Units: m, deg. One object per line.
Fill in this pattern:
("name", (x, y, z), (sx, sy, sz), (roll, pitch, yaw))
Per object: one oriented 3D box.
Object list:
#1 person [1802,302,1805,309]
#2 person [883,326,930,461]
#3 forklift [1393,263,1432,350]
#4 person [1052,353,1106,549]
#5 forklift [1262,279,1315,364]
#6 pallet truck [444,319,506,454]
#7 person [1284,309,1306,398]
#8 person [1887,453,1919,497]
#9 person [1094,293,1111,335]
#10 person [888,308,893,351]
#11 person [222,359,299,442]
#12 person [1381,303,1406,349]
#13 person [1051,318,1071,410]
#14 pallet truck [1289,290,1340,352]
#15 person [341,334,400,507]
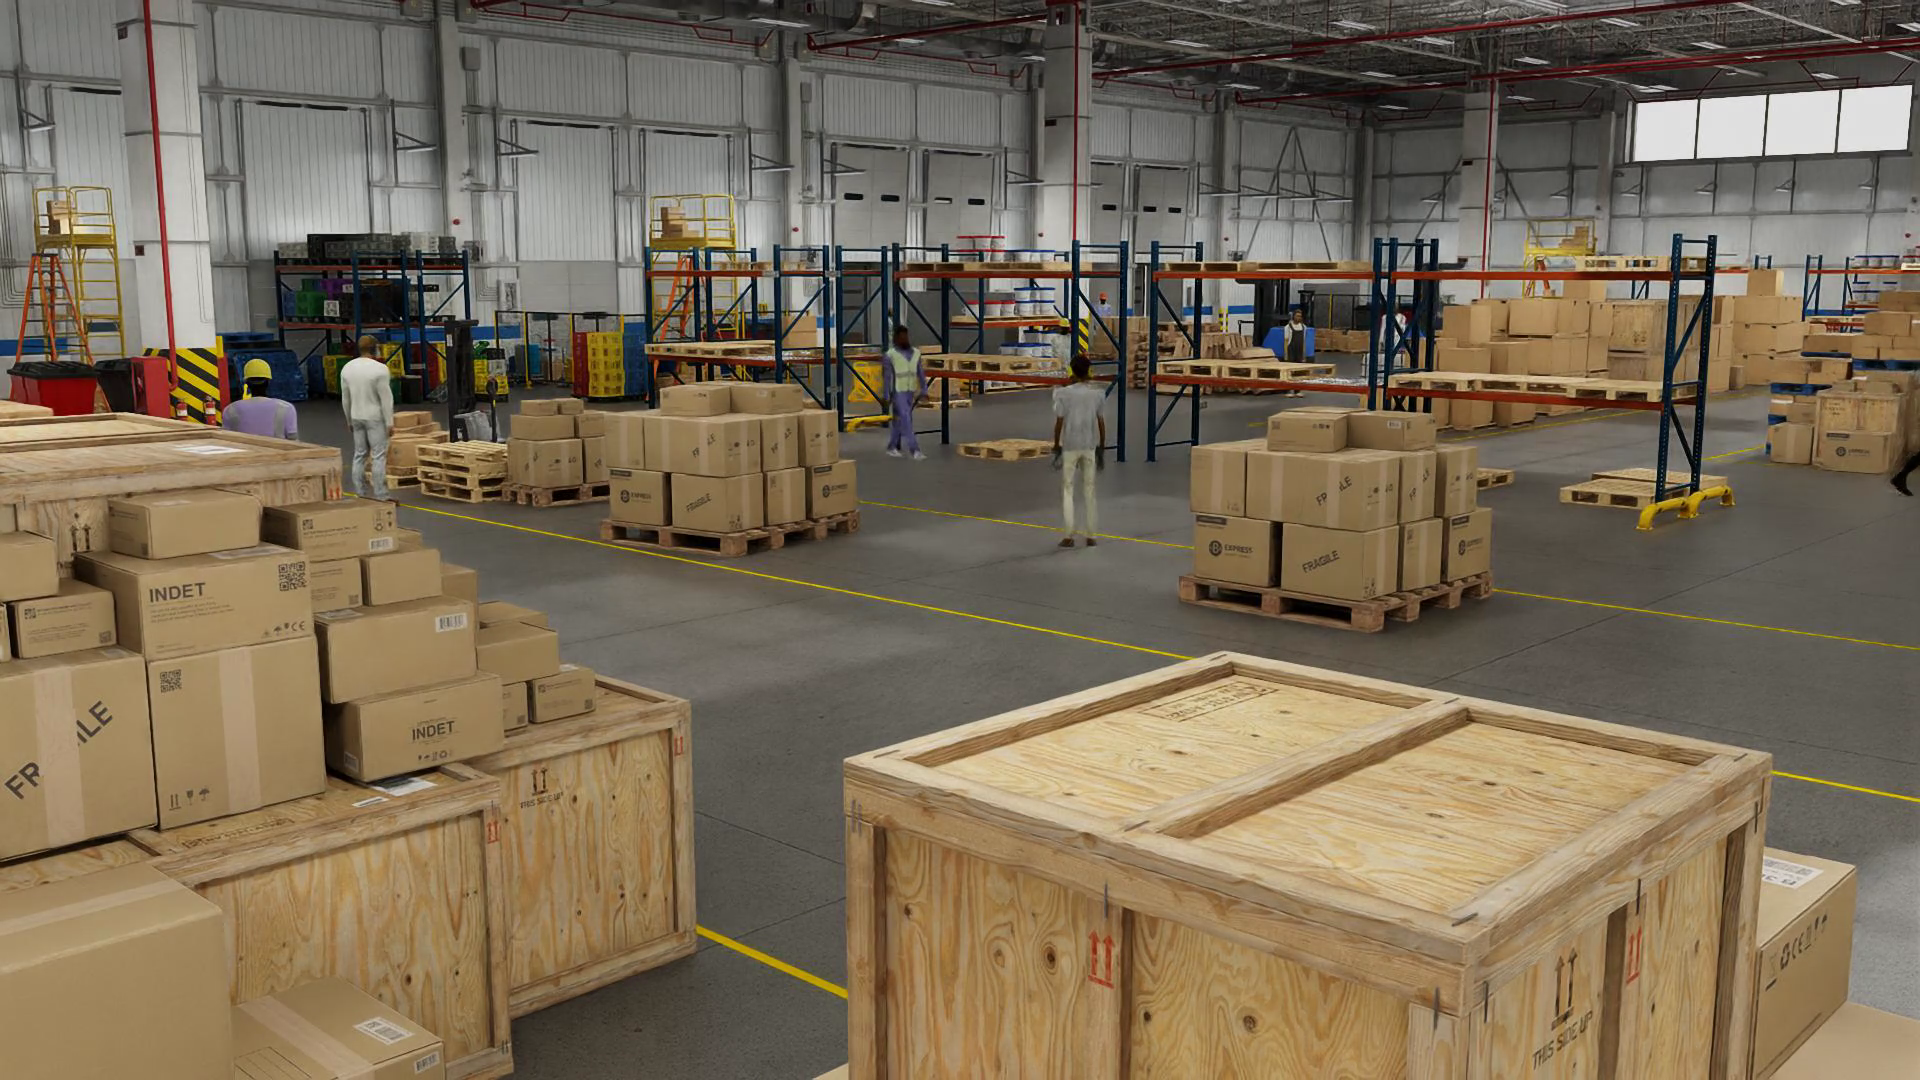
("person", (21.414, -5.259, 42.824), (0.978, 1.904, 0.540), (5, 10, 26))
("person", (-0.773, -2.052, 23.232), (0.598, 1.872, 0.971), (-8, 12, -42))
("forklift", (13.073, -6.422, 46.918), (1.873, 2.768, 1.129), (3, 10, 15))
("person", (1.132, -0.841, 15.809), (0.532, 1.865, 0.310), (-1, 9, -9))
("forklift", (8.555, -6.090, 44.881), (1.873, 2.768, 1.129), (9, 13, 43))
("pallet truck", (-6.981, -1.942, 22.150), (1.885, 1.965, 0.823), (1, 9, 9))
("person", (6.888, -3.830, 34.242), (0.500, 1.838, 0.354), (-4, 10, -24))
("person", (11.292, -1.413, 19.142), (0.607, 1.929, 0.969), (-7, 11, -36))
("person", (4.402, -6.670, 51.360), (0.543, 1.929, 0.384), (1, 9, 5))
("person", (-1.880, -5.308, 43.916), (0.314, 1.634, 0.516), (2, 10, 13))
("person", (-5.758, -0.534, 13.767), (0.585, 1.918, 0.393), (-2, 9, -10))
("person", (10.611, -4.888, 40.726), (0.605, 1.824, 1.000), (2, 9, 12))
("person", (1.956, -3.318, 31.401), (0.486, 1.738, 0.321), (1, 9, 5))
("pallet truck", (11.297, -6.951, 52.861), (1.885, 1.965, 0.823), (-5, 11, -29))
("person", (-6.558, -1.312, 18.476), (0.630, 1.936, 0.366), (4, 10, 21))
